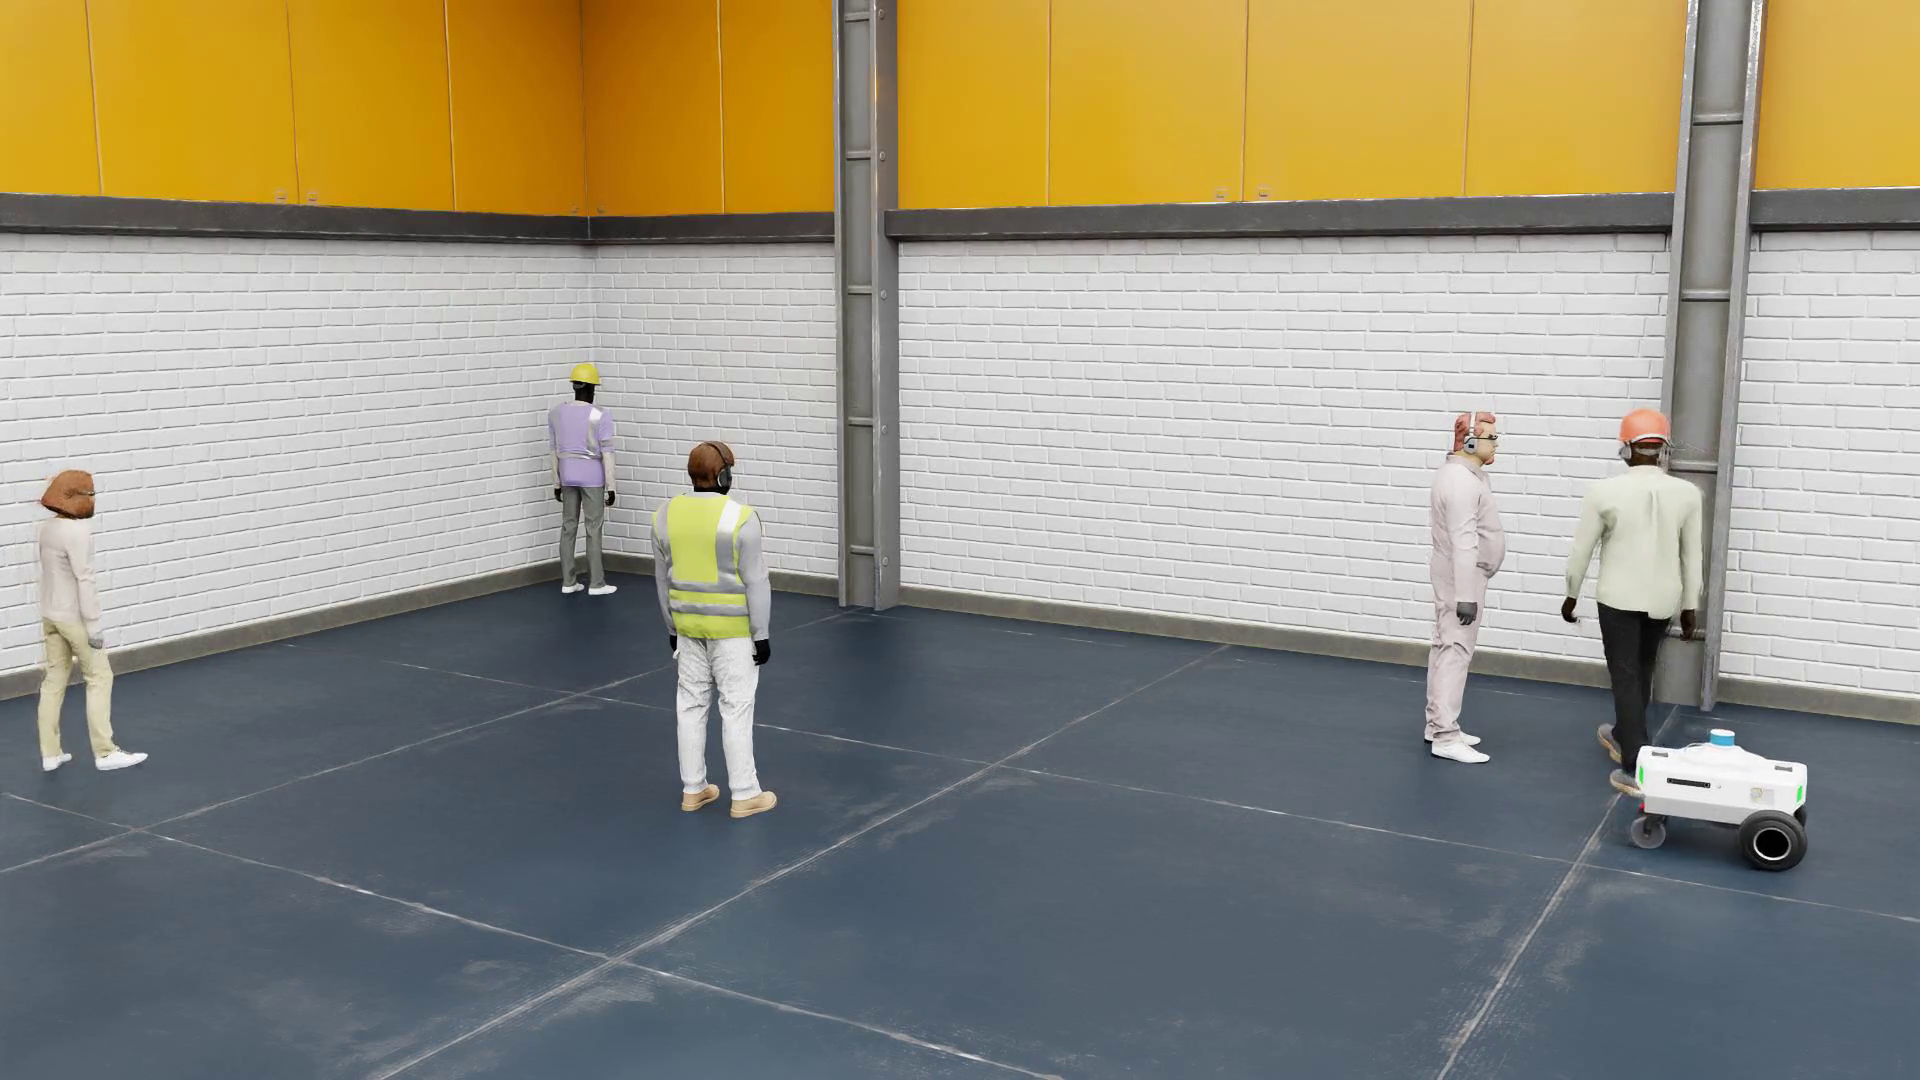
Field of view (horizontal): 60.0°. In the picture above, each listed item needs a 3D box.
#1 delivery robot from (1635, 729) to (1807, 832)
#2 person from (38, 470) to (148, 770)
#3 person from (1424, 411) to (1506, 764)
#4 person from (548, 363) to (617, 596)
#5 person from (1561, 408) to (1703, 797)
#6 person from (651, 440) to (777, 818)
[{"bbox_3d":[3.474,1.112,7.613,0.707,0.478,0.477,4,10,26],"label":"delivery robot"},{"bbox_3d":[-4.702,0.436,8.844,0.549,1.611,0.434,7,12,39],"label":"person"},{"bbox_3d":[2.770,0.246,9.106,0.402,1.906,0.651,2,9,11],"label":"person"},{"bbox_3d":[-3.087,-0.494,13.691,0.585,1.919,0.391,3,9,17],"label":"person"},{"bbox_3d":[3.473,0.288,8.704,0.619,1.948,0.960,-1,9,-4],"label":"person"},{"bbox_3d":[-1.183,0.434,8.130,0.625,1.845,0.429,4,10,25],"label":"person"}]
